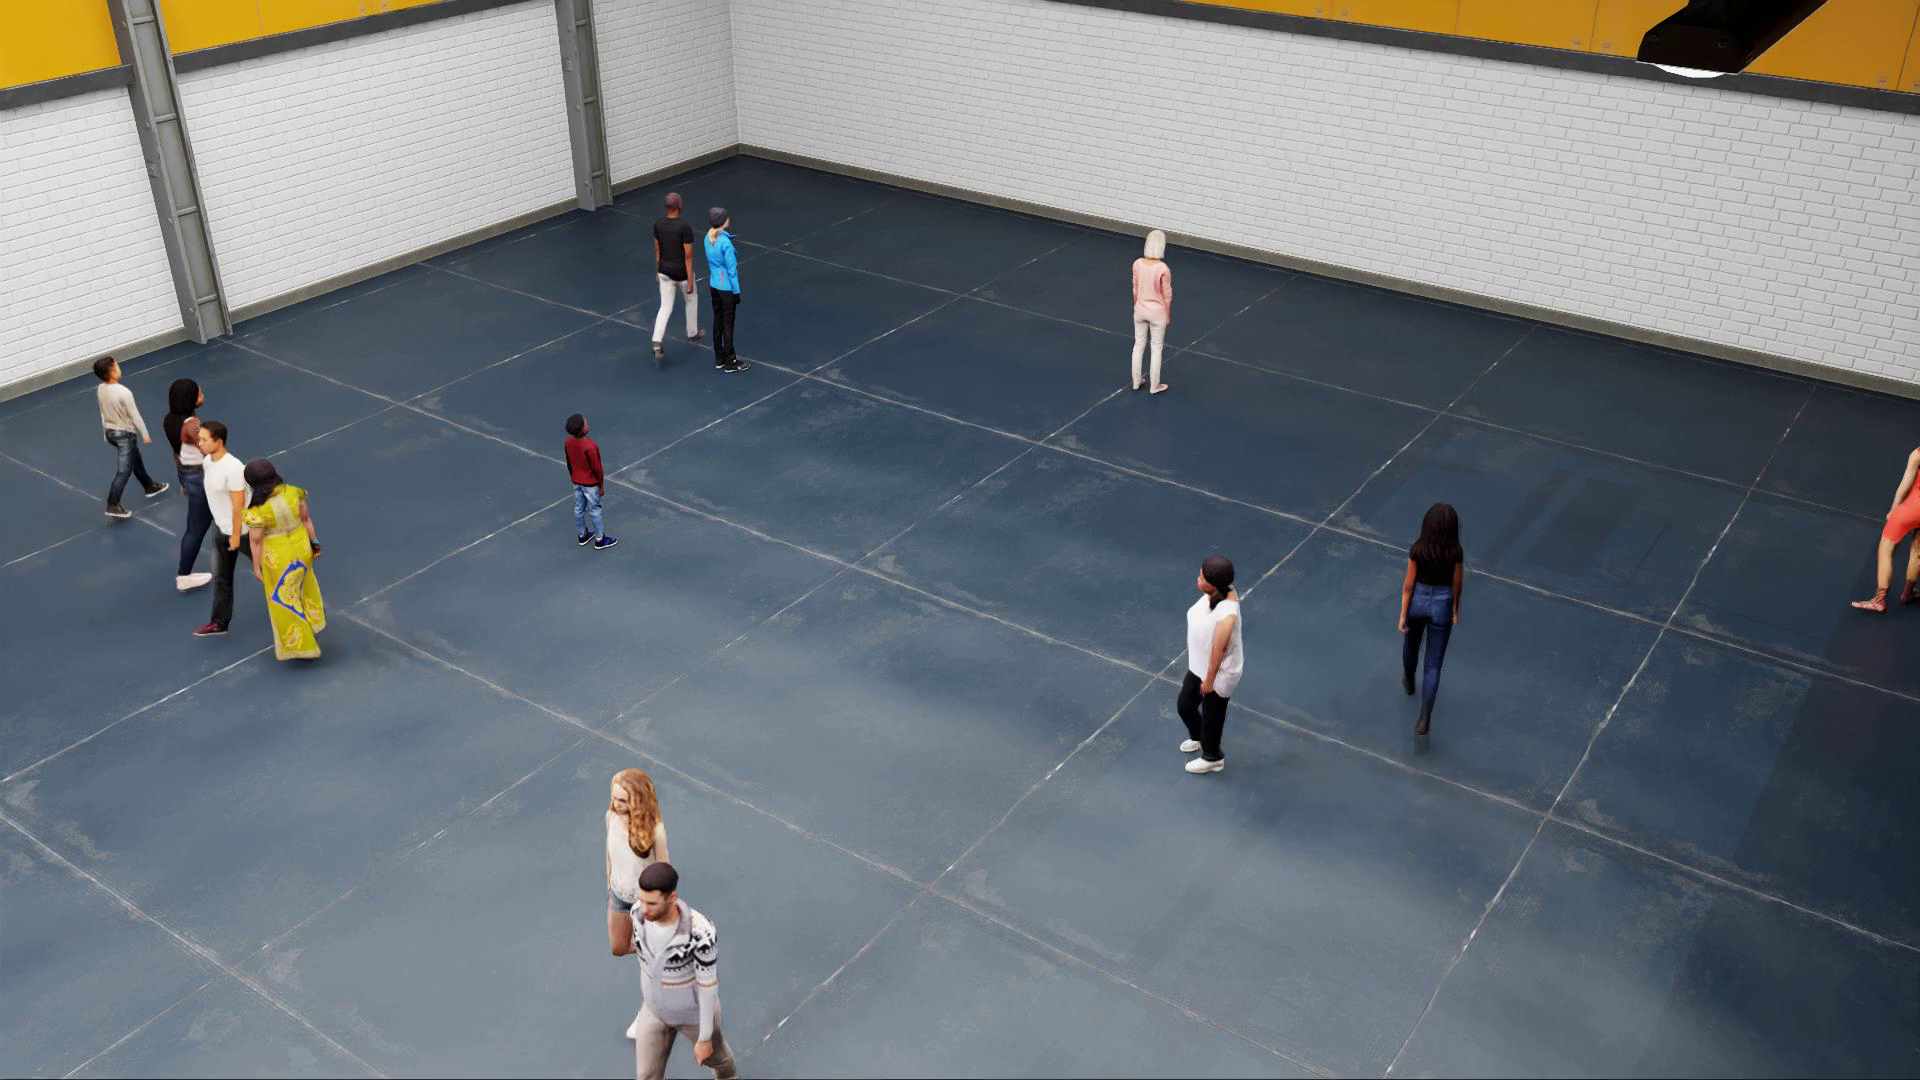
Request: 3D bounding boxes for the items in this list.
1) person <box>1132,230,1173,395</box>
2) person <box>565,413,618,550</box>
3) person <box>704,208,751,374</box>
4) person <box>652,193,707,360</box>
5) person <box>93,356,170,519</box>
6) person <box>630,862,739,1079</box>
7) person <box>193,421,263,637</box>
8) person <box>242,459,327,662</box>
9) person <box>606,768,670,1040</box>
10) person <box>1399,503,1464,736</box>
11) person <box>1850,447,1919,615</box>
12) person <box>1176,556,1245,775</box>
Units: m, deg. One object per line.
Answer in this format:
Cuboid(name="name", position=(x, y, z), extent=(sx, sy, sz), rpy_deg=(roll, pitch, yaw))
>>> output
Cuboid(name="person", position=(1.972, -2.361, 17.196), extent=(0.595, 1.725, 0.512), rpy_deg=(18, 33, 29))
Cuboid(name="person", position=(-3.221, -0.517, 14.308), extent=(0.515, 1.254, 0.515), rpy_deg=(16, 32, 26))
Cuboid(name="person", position=(-2.517, -2.664, 17.678), extent=(0.610, 1.797, 0.667), rpy_deg=(-22, 36, -35))
Cuboid(name="person", position=(-3.120, -2.829, 18.007), extent=(0.898, 1.770, 1.311), rpy_deg=(9, 30, 16))
Cuboid(name="person", position=(-7.516, -0.892, 14.801), extent=(0.682, 1.441, 1.035), rpy_deg=(13, 31, 23))
Cuboid(name="person", position=(-1.370, 2.334, 8.494), extent=(0.814, 1.816, 1.185), rpy_deg=(14, 32, 24))
Cuboid(name="person", position=(-5.575, -0.115, 13.047), extent=(0.666, 1.755, 1.124), rpy_deg=(17, 33, 28))
Cuboid(name="person", position=(-5.060, 0.167, 12.668), extent=(0.817, 1.625, 0.891), rpy_deg=(15, 32, 26))
Cuboid(name="person", position=(-1.727, 1.952, 9.263), extent=(0.617, 1.751, 0.813), rpy_deg=(16, 32, 27))
Cuboid(name="person", position=(3.347, 0.590, 11.815), extent=(0.901, 1.698, 1.247), rpy_deg=(6, 29, 11))
Cuboid(name="person", position=(7.702, -0.212, 13.280), extent=(0.902, 1.704, 0.931), rpy_deg=(4, 29, 8))
Cuboid(name="person", position=(1.774, 0.857, 11.347), extent=(0.832, 1.678, 0.754), rpy_deg=(-1, 29, -3))
